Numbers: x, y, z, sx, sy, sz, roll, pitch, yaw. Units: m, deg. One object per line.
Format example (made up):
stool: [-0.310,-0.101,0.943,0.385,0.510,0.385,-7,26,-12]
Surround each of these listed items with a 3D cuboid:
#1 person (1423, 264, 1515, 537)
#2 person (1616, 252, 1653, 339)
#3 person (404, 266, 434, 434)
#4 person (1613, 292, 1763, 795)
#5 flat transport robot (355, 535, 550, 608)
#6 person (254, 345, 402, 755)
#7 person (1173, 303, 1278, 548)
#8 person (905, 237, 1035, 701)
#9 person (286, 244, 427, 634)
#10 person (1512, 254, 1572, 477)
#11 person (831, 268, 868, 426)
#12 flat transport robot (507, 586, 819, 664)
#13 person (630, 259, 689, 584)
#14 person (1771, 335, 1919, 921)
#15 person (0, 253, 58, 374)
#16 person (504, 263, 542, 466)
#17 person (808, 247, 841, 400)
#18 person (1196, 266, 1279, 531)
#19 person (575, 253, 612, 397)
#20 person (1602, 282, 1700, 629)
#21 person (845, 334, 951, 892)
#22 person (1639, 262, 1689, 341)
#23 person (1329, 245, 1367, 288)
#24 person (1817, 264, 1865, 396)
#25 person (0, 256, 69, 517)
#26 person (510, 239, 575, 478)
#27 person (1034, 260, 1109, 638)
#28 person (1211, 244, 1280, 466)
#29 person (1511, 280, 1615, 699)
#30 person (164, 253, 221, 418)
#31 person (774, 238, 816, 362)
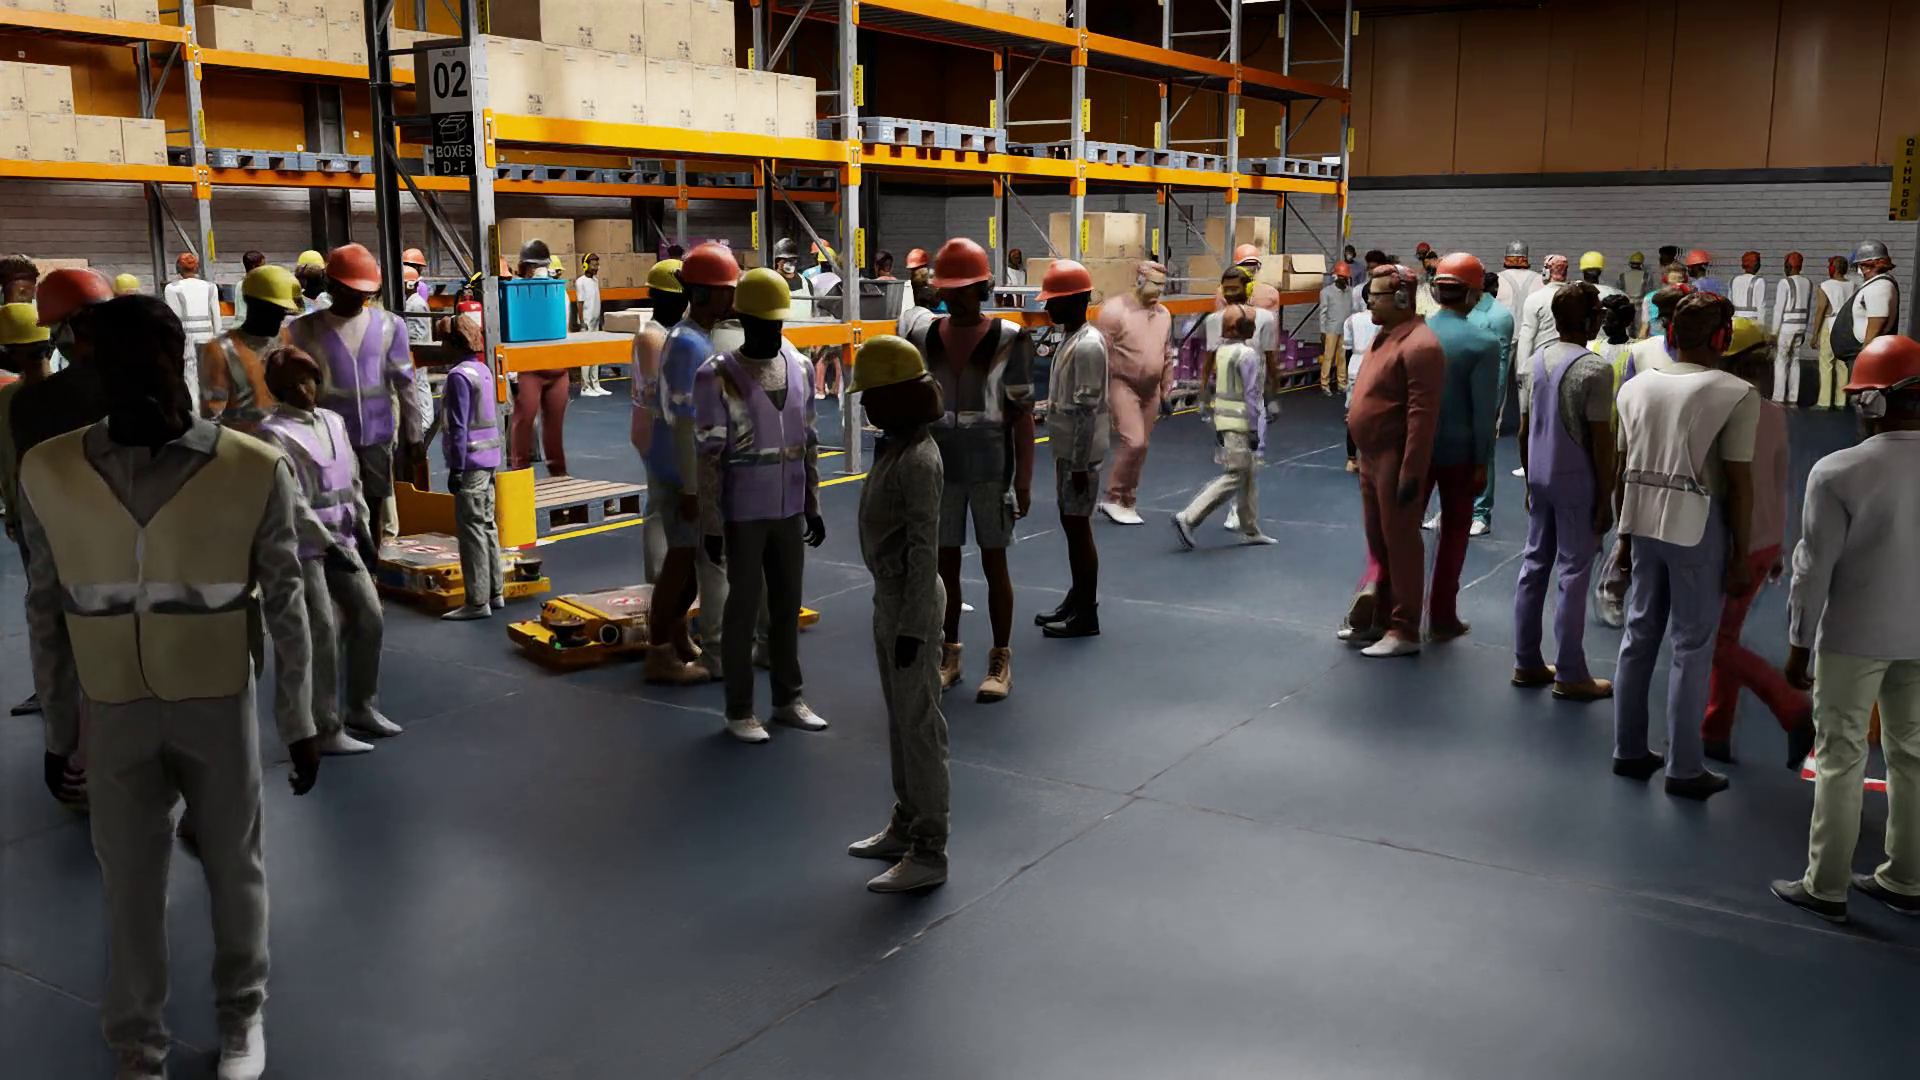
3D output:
person: [3.475,-0.982,11.468,0.399,1.900,0.645,-7,12,-33]
person: [10.797,-3.688,26.640,0.588,1.835,0.403,6,12,31]
person: [-5.712,-1.972,17.353,0.342,1.749,0.572,-6,12,-28]
person: [2.636,0.016,6.115,0.394,1.836,0.559,-6,12,-29]
flat transport robot: [-3.063,0.155,9.674,1.431,0.197,0.652,10,14,43]
person: [-2.454,0.052,6.506,0.460,1.623,0.547,3,11,14]
person: [1.758,-0.734,10.868,0.708,1.616,0.524,-1,10,-7]
person: [0.023,-0.300,7.331,0.611,2.032,0.411,4,11,19]
person: [-3.116,-0.520,8.651,0.611,1.988,0.924,-6,12,-32]
person: [5.026,-1.471,14.179,0.645,1.900,0.399,-3,11,-16]
person: [-1.144,-2.179,18.090,0.598,1.907,0.409,-4,11,-22]
flat transport robot: [-1.497,0.375,8.456,1.431,0.197,0.652,-8,13,-36]
person: [-1.563,-0.525,8.880,0.381,1.919,0.584,-1,10,-8]
person: [2.726,0.267,4.967,0.565,1.745,0.349,-1,10,-7]
person: [-6.734,-1.089,11.982,0.631,1.932,0.373,4,11,21]
person: [-4.038,-1.585,14.996,0.399,1.835,0.562,4,11,23]
person: [-1.665,-2.735,21.091,0.587,1.930,0.354,-3,11,-14]
person: [1.916,-0.991,11.668,0.539,1.833,0.788,6,12,29]
person: [-4.778,-2.783,21.584,0.343,1.856,0.526,3,11,14]
person: [3.668,-0.390,8.428,0.685,1.822,0.574,4,11,20]
person: [-0.200,0.228,5.214,0.305,1.736,0.484,-2,10,-12]
person: [7.055,-1.858,16.564,0.570,1.821,0.713,3,11,16]
person: [6.655,-4.096,28.611,0.632,1.940,0.368,2,10,11]
person: [11.558,-2.794,21.586,1.061,1.889,0.602,-9,13,-40]
person: [-6.857,-1.123,12.226,0.644,1.907,0.400,-3,11,-14]
person: [-3.409,-1.428,13.545,0.537,2.000,0.687,9,14,41]
person: [0.563,-0.457,8.497,0.388,1.925,0.550,-1,10,-5]
person: [2.559,-1.657,14.976,0.614,1.987,0.407,-2,10,-9]
person: [2.692,-0.217,7.376,0.345,1.847,0.506,-5,11,-26]
person: [-8.249,-2.141,17.929,0.337,1.882,0.584,9,13,40]
person: [-1.702,-1.967,16.527,0.680,2.000,0.537,-7,12,-33]
